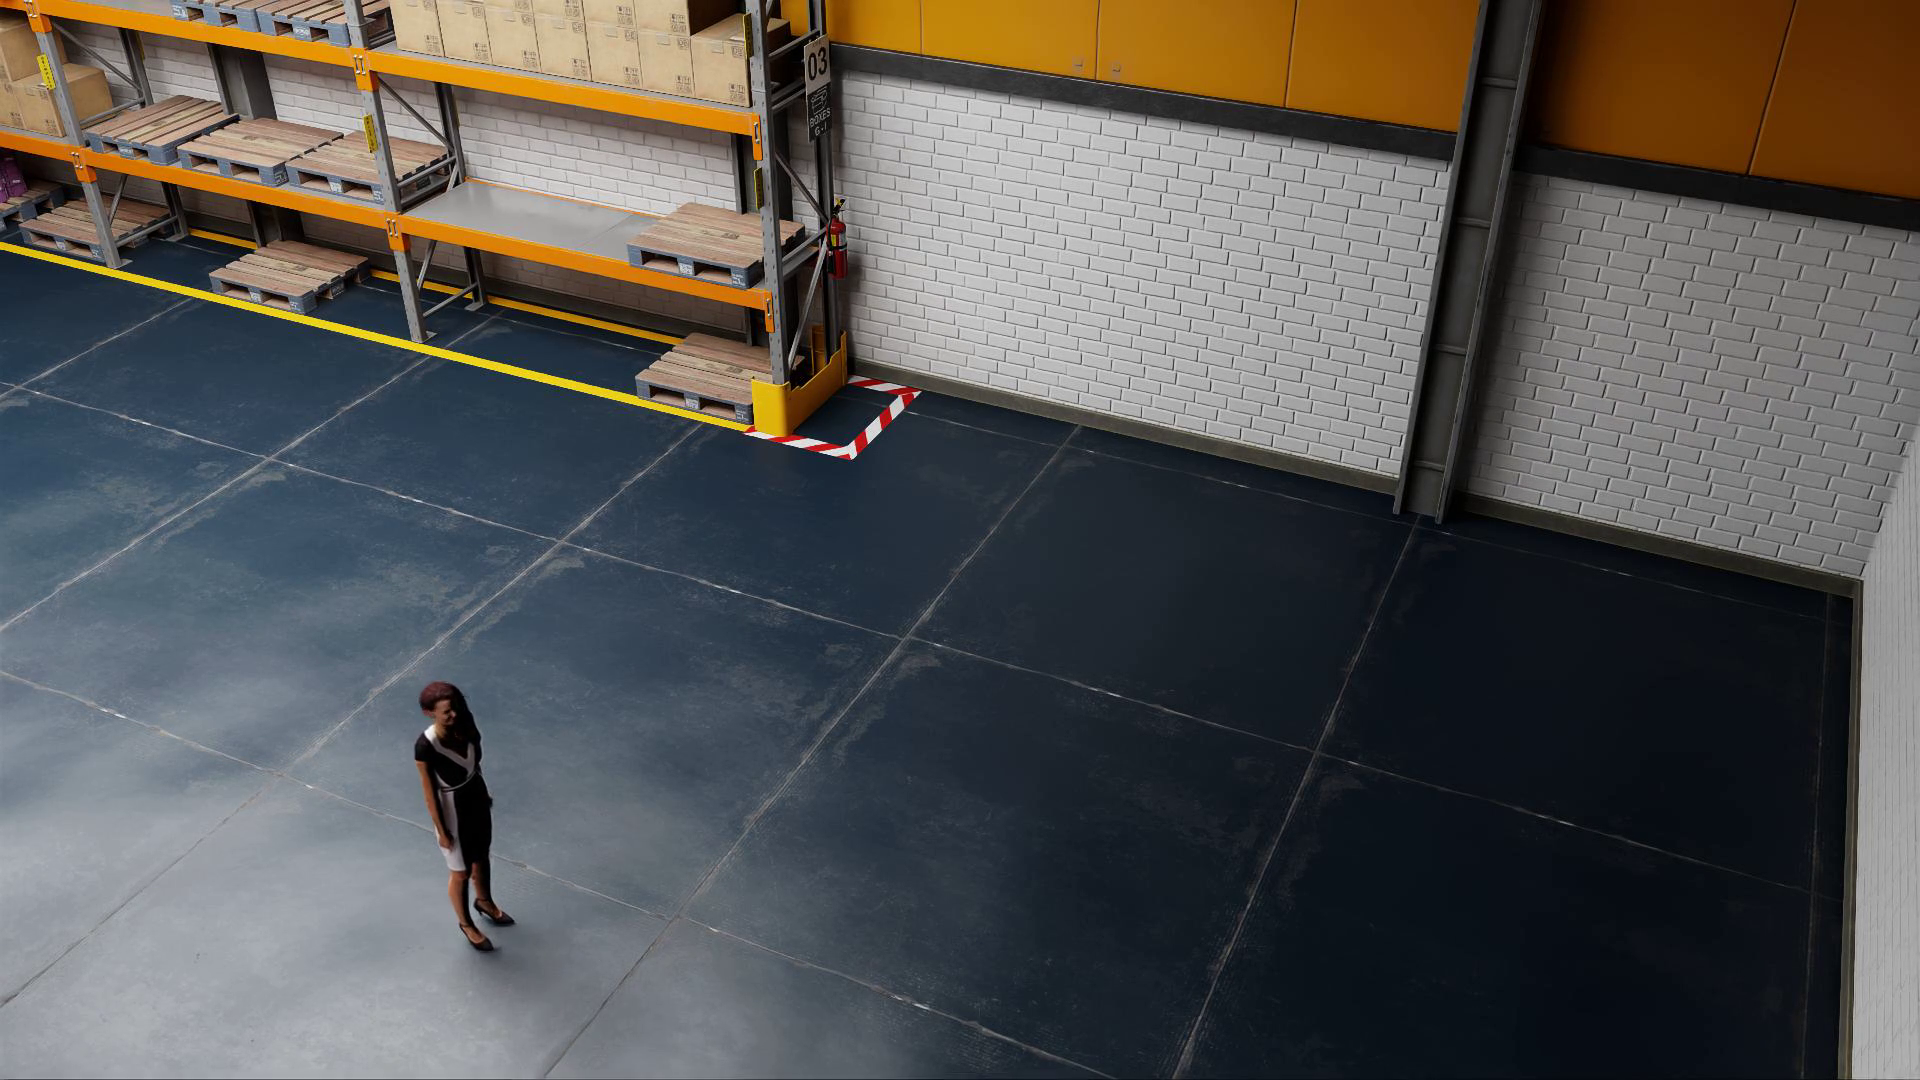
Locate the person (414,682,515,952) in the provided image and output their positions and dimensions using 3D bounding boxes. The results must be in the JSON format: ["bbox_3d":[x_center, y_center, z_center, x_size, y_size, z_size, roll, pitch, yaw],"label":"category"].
[{"bbox_3d":[-2.735,1.502,9.122,0.502,1.796,0.592,12,35,17],"label":"person"}]
